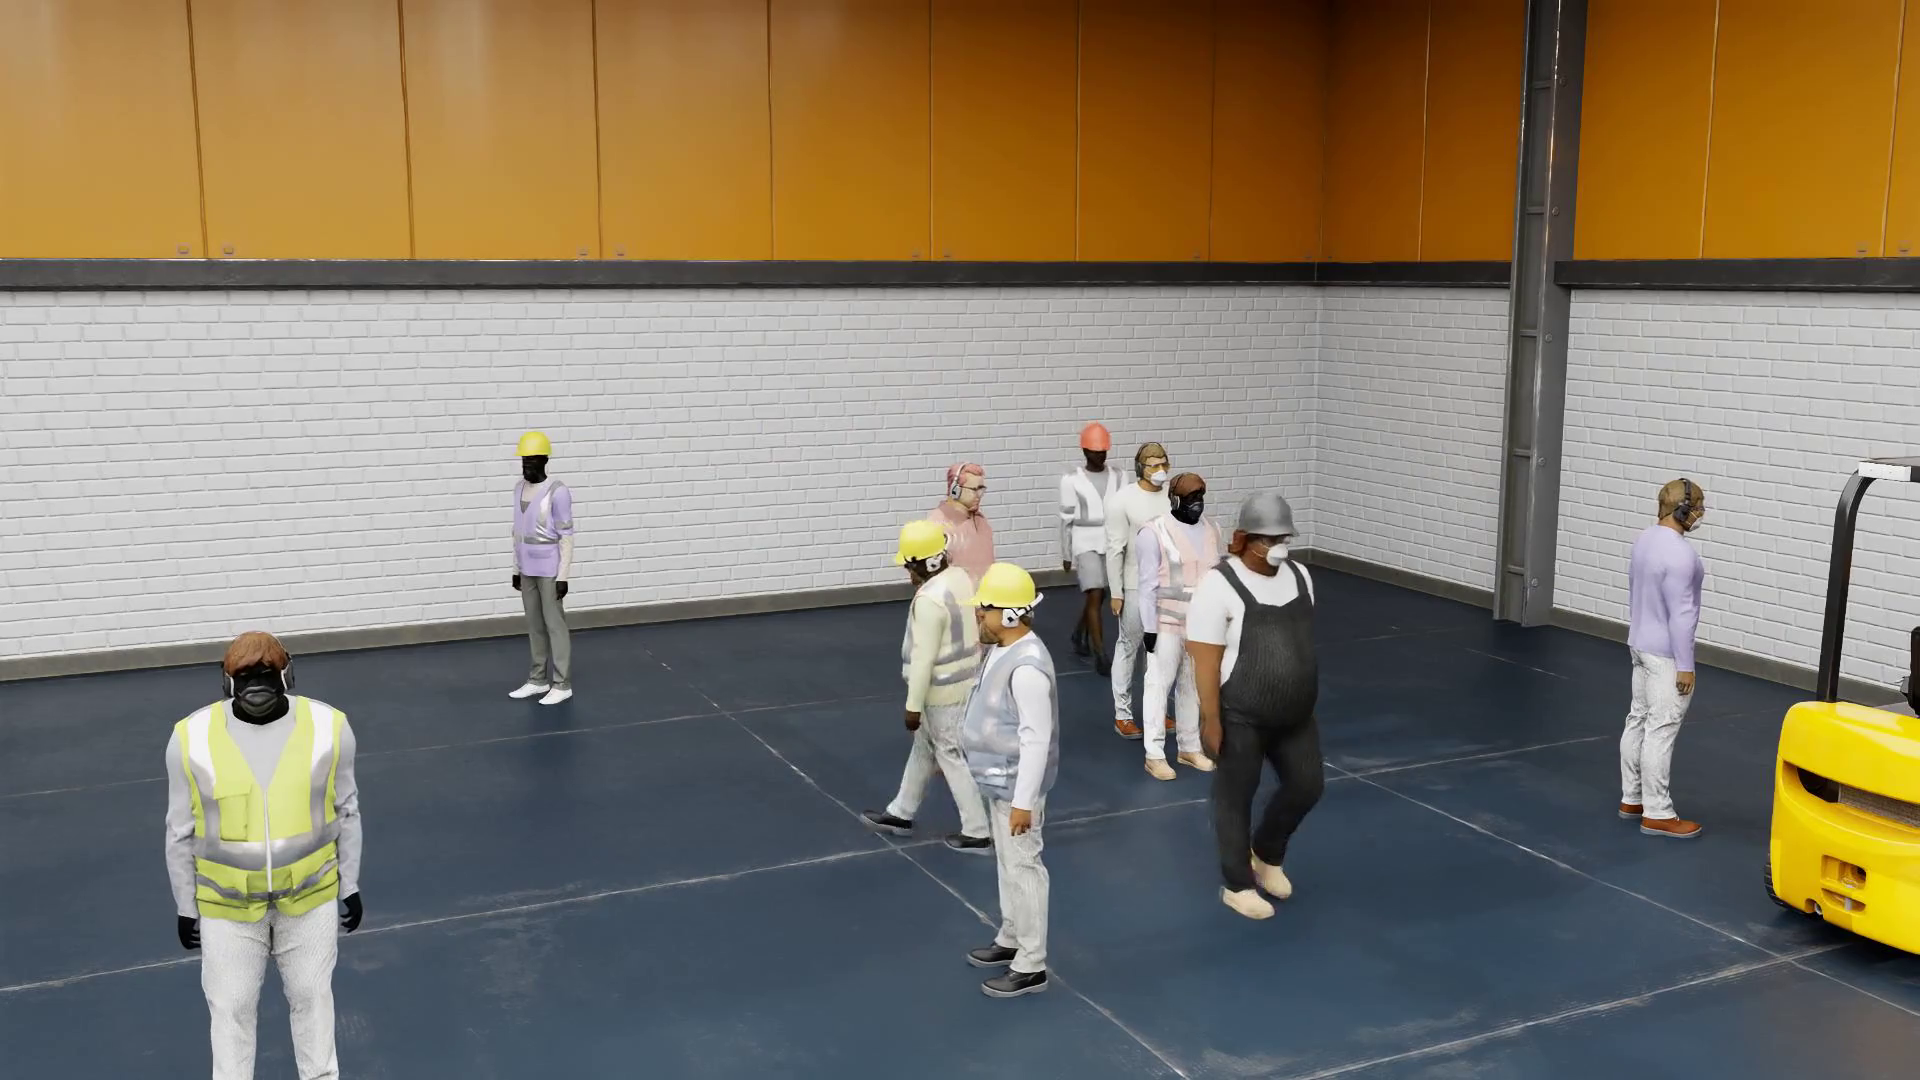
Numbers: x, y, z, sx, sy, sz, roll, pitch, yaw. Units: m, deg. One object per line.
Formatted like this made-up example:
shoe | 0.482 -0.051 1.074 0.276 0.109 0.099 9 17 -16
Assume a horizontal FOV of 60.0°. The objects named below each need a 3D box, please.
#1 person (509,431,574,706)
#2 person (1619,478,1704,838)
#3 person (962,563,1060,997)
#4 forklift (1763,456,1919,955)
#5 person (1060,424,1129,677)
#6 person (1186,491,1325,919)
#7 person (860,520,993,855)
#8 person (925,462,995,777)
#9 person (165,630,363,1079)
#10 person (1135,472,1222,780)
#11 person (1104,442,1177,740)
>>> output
person | -2.959 0.192 11.716 0.594 1.930 0.352 7 12 38
person | 3.821 0.625 9.020 0.372 1.937 0.627 0 9 1
person | 0.210 0.999 7.010 0.404 1.832 0.592 -1 9 -8
forklift | 4.857 0.731 7.561 2.313 2.155 1.214 -4 10 -25
person | 1.033 0.039 12.800 0.564 1.901 0.966 -4 10 -21
person | 1.414 0.768 7.804 0.705 2.000 0.535 -5 10 -27
person | -0.188 0.760 8.676 0.821 1.773 0.653 3 10 16
person | 0.023 0.476 10.042 0.410 1.906 0.642 5 11 29
person | -2.350 1.212 5.662 0.619 1.845 0.430 -4 10 -25
person | 1.346 0.508 10.033 0.619 1.845 0.430 -6 11 -32
person | 1.234 0.323 10.883 0.629 1.940 0.373 -5 11 -30
